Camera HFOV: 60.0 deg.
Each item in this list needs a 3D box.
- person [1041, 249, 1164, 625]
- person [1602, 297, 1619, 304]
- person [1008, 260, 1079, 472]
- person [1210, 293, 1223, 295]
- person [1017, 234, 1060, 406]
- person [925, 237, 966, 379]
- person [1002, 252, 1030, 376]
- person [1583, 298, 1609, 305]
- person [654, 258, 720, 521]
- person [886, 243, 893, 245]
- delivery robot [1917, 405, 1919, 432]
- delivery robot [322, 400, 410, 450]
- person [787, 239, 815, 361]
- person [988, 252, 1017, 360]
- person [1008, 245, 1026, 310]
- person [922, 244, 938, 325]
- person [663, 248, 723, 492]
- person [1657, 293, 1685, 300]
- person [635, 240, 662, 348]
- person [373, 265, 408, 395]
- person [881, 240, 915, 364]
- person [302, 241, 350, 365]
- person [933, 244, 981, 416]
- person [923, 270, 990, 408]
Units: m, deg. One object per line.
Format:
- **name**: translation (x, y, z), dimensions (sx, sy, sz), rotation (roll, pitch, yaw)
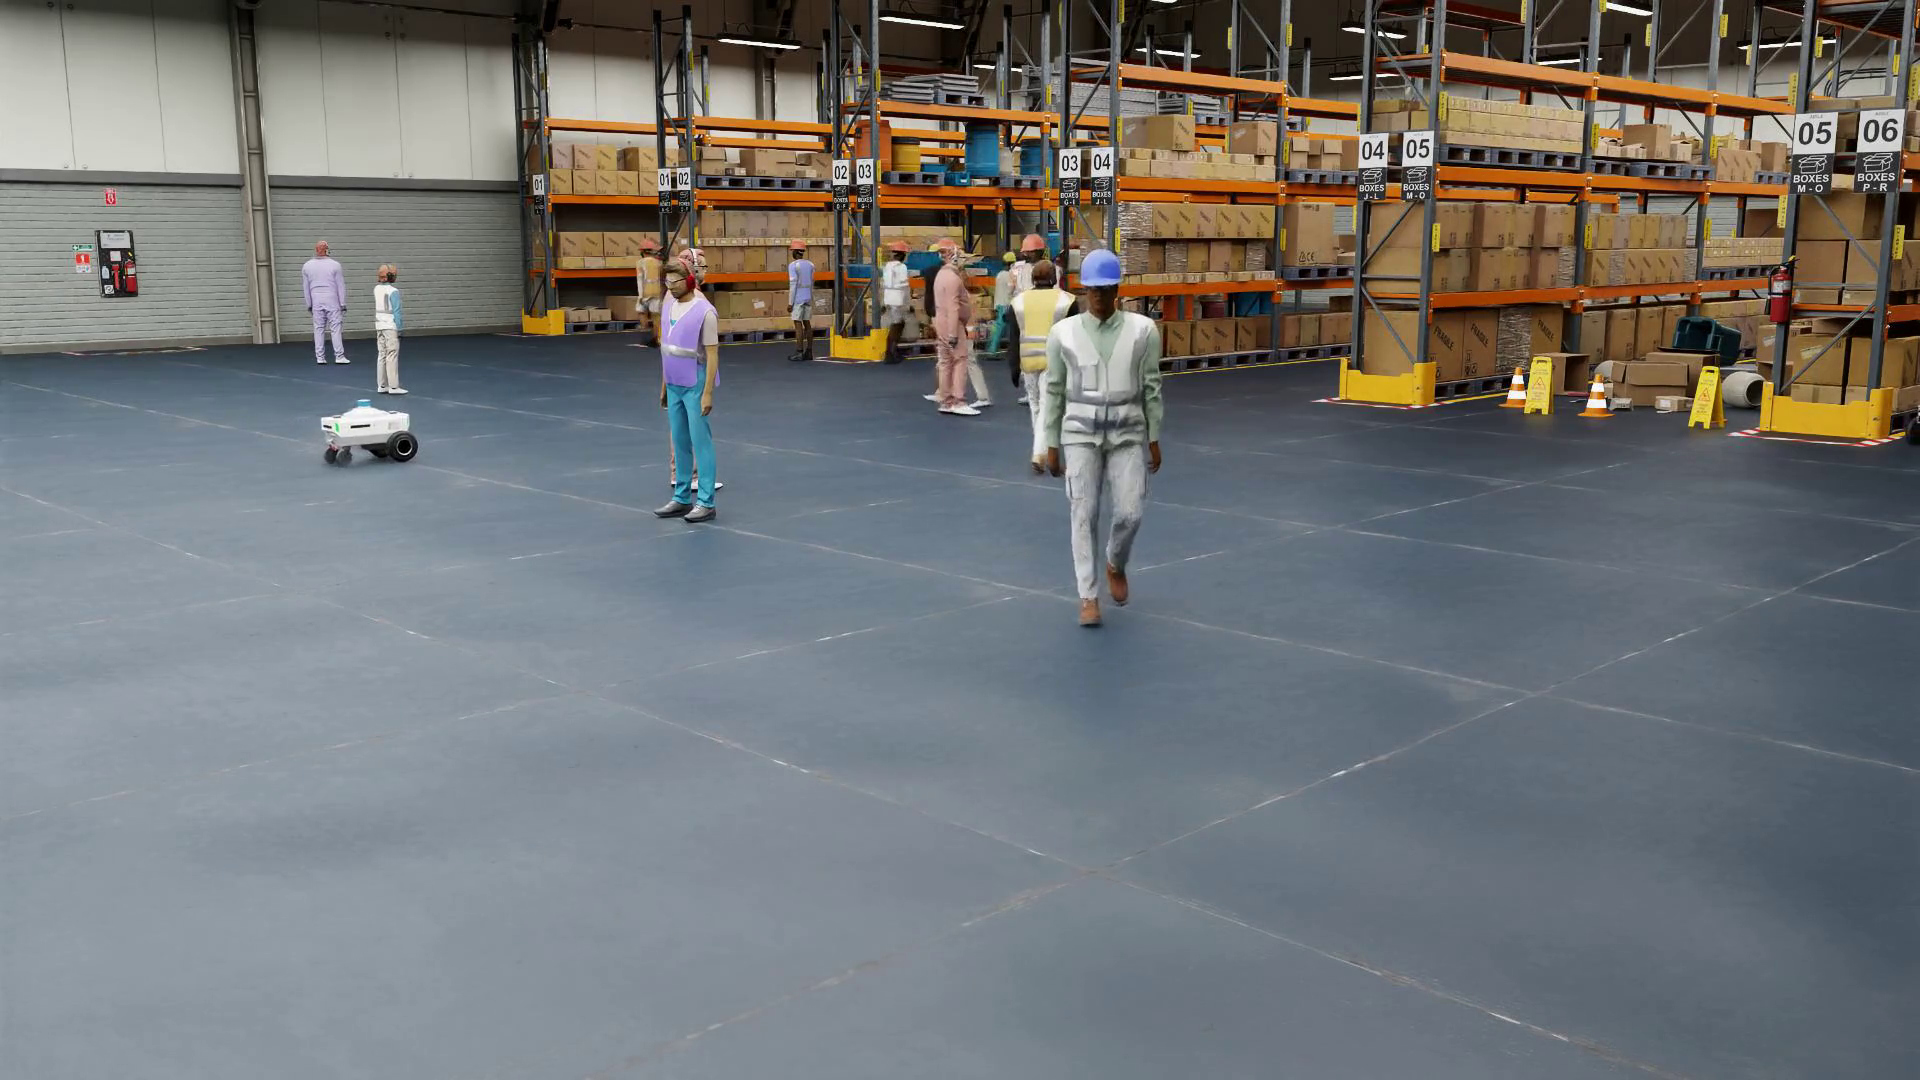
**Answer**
- **person**: translation (0.733, -0.529, 8.607), dimensions (0.637, 1.931, 0.464), rotation (0, 10, 0)
- **person**: translation (11.716, -4.351, 30.267), dimensions (0.536, 1.621, 0.397), rotation (6, 12, 29)
- **person**: translation (0.725, -1.503, 14.306), dimensions (0.621, 1.803, 0.957), rotation (4, 11, 20)
- **person**: translation (6.073, -6.093, 39.268), dimensions (0.548, 1.811, 0.965), rotation (7, 13, 34)
- **person**: translation (0.962, -2.625, 19.805), dimensions (0.624, 2.021, 0.625), rotation (10, 14, 43)
- **person**: translation (-0.206, -3.022, 22.089), dimensions (0.623, 1.975, 0.692), rotation (4, 11, 23)
- **person**: translation (0.956, -3.307, 23.861), dimensions (0.720, 1.886, 0.609), rotation (0, 10, -3)
- **person**: translation (11.044, -4.274, 29.154), dimensions (0.643, 1.896, 0.962), rotation (-2, 11, -9)
- **person**: translation (-1.917, -1.066, 11.796), dimensions (0.563, 1.838, 0.390), rotation (10, 14, 42)
- **person**: translation (-1.494, -5.544, 36.243), dimensions (0.404, 1.827, 0.590), rotation (-6, 12, -30)
- **delivery robot**: translation (9.550, -1.215, 15.969), dimensions (0.707, 0.478, 0.477), rotation (-5, 12, -28)
- **delivery robot**: translation (-5.304, -1.009, 14.847), dimensions (0.707, 0.478, 0.477), rotation (-9, 14, -42)
- **person**: translation (-2.582, -3.861, 26.759), dimensions (0.359, 1.939, 0.543), rotation (7, 13, 34)
- **person**: translation (0.814, -3.775, 26.890), dimensions (0.902, 1.720, 0.545), rotation (-4, 11, -23)
- **person**: translation (1.089, -3.693, 26.027), dimensions (0.657, 1.873, 0.516), rotation (9, 14, 40)
- **person**: translation (-0.498, -4.858, 32.496), dimensions (0.404, 1.827, 0.600), rotation (-9, 14, -41)
- **person**: translation (-2.107, -1.344, 13.160), dimensions (0.402, 1.899, 0.636), rotation (-5, 11, -25)
- **person**: translation (14.555, -5.164, 34.245), dimensions (0.629, 1.807, 0.895), rotation (-9, 14, -41)
- **person**: translation (-5.627, -4.443, 30.004), dimensions (0.552, 1.916, 0.519), rotation (-9, 14, -42)
- **person**: translation (-7.227, -2.659, 21.050), dimensions (0.519, 1.633, 0.311), rotation (9, 14, 41)
- **person**: translation (-0.975, -3.734, 26.138), dimensions (0.676, 1.914, 0.548), rotation (-6, 12, -28)
- **person**: translation (-9.879, -3.696, 25.944), dimensions (0.640, 1.910, 0.407), rotation (0, 10, 1)
- **person**: translation (-0.051, -2.350, 18.630), dimensions (0.467, 1.898, 0.663), rotation (-3, 11, -14)
- **person**: translation (-0.017, -2.339, 19.408), dimensions (0.847, 1.591, 0.514), rotation (2, 11, 11)
